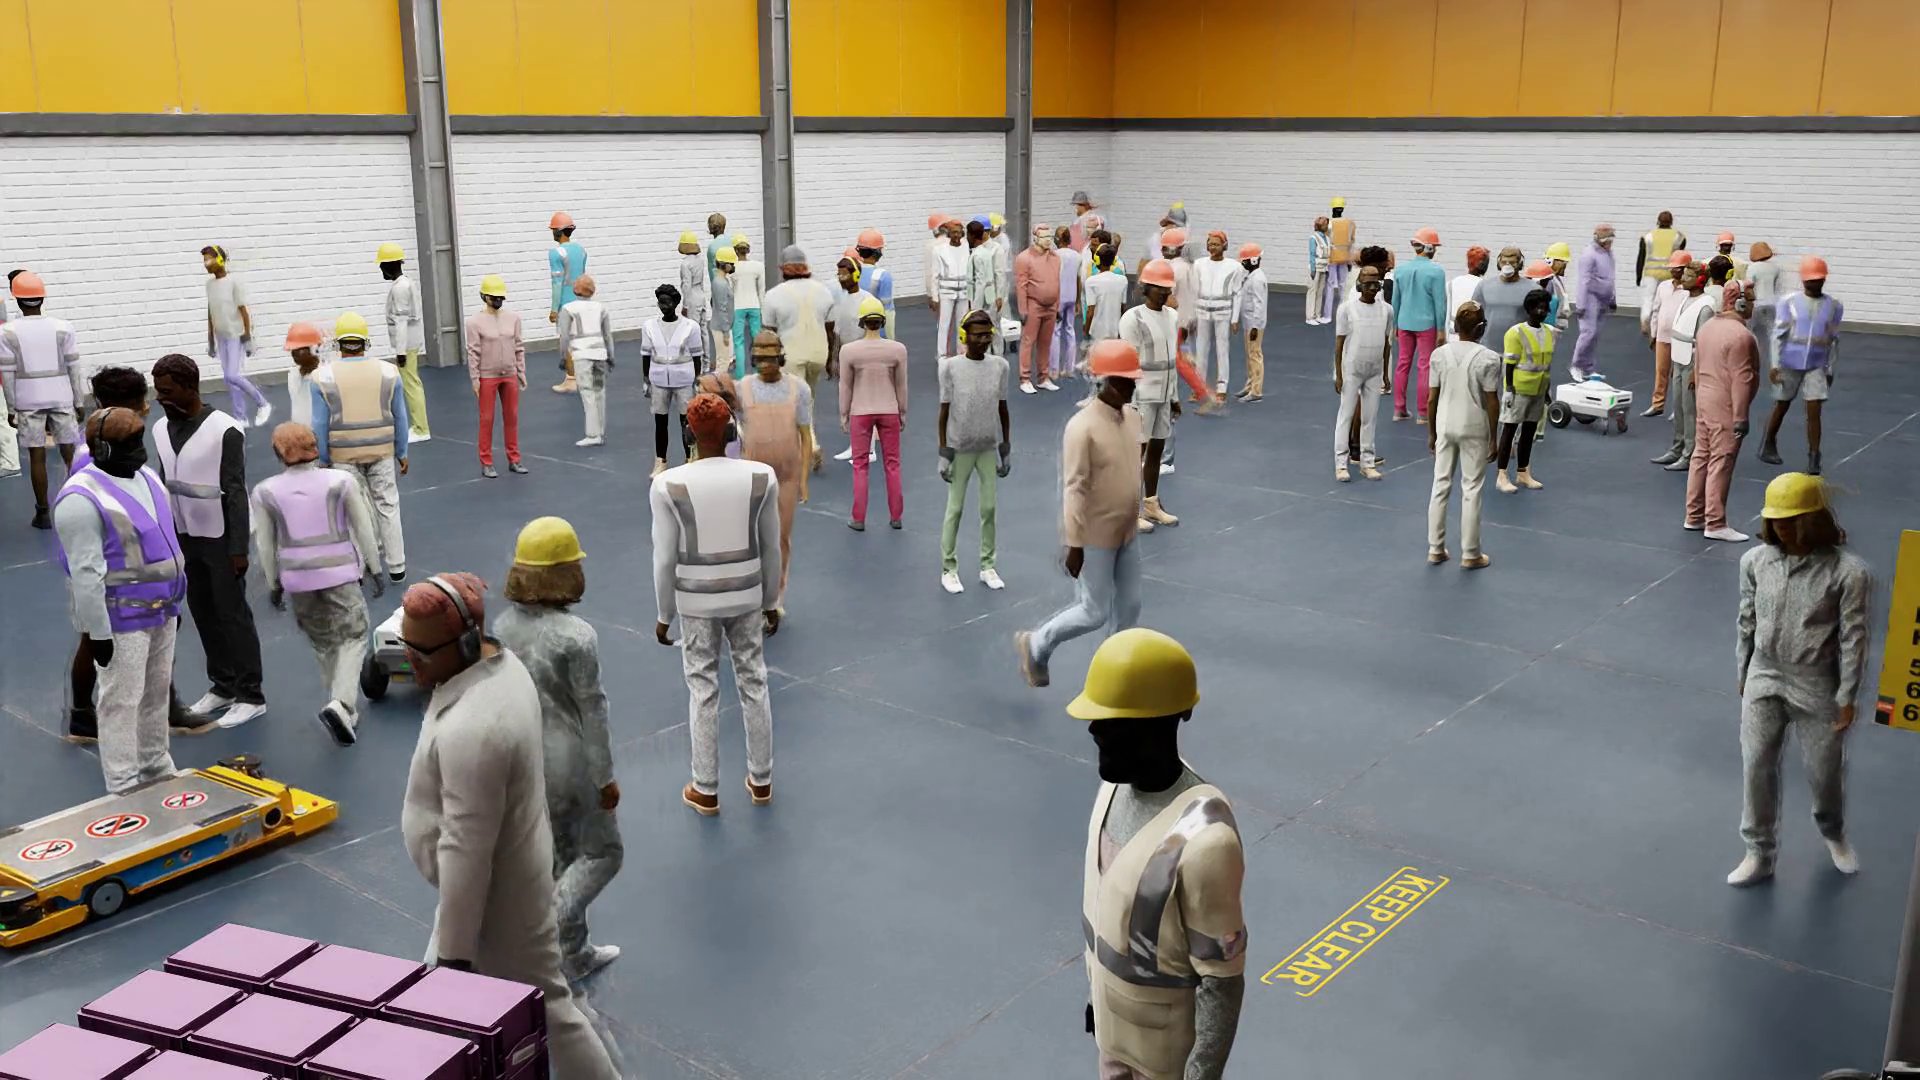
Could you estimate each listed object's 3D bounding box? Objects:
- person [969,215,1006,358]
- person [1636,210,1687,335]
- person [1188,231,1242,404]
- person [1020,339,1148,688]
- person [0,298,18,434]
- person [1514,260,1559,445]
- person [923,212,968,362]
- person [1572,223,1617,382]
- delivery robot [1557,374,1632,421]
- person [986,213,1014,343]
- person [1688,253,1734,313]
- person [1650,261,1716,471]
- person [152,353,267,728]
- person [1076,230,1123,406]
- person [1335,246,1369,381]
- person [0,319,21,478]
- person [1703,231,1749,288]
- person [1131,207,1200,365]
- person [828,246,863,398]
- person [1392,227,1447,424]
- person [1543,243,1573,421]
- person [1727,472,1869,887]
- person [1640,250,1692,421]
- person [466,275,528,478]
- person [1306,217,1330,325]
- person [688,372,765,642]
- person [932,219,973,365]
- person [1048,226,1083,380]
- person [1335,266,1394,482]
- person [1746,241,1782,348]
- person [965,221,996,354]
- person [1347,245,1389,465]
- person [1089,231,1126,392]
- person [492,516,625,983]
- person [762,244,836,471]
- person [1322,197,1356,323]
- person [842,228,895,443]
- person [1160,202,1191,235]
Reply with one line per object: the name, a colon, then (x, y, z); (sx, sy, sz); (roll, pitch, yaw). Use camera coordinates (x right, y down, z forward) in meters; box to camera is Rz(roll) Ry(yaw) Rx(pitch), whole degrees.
person: (0.300, -3.003, 20.387); (0.610, 1.940, 0.413); (13, 19, 42)
person: (10.045, -3.815, 23.881); (0.633, 1.813, 0.720); (6, 15, 23)
person: (2.782, -2.436, 18.222); (0.573, 1.886, 0.353); (6, 15, 23)
person: (0.698, -0.059, 8.544); (0.758, 1.975, 0.632); (11, 18, 38)
person: (-9.550, -1.818, 16.279); (0.519, 1.630, 0.314); (-6, 15, -22)
person: (5.469, -1.783, 15.879); (0.327, 1.753, 0.562); (11, 18, 38)
person: (-0.110, -3.135, 20.911); (0.695, 1.938, 0.953); (-5, 15, -18)
person: (7.569, -2.813, 19.748); (0.801, 1.887, 0.423); (-14, 19, -43)
delivery robot: (6.346, -1.415, 16.652); (0.477, 0.478, 0.707); (-9, 17, -31)
person: (0.526, -3.650, 23.225); (0.447, 1.806, 0.632); (-4, 15, -14)
person: (6.861, -1.669, 15.183); (0.517, 1.877, 0.328); (11, 18, 39)
person: (6.453, -1.534, 14.691); (0.390, 1.850, 0.564); (1, 14, 3)
person: (-3.834, -0.009, 8.487); (0.602, 1.907, 0.405); (7, 16, 26)
person: (1.526, -2.360, 17.851); (0.379, 1.918, 0.596); (-8, 16, -29)
person: (4.679, -2.667, 19.700); (0.429, 1.604, 0.499); (0, 14, 2)
person: (-8.427, -1.410, 14.424); (0.352, 1.738, 0.574); (-10, 17, -35)
person: (9.251, -2.878, 20.260); (0.573, 1.746, 0.345); (2, 14, 7)
person: (2.592, -3.215, 21.019); (0.839, 2.000, 0.607); (6, 15, 22)
person: (-1.128, -2.268, 17.823); (0.563, 1.749, 0.334); (4, 15, 14)
person: (4.701, -2.186, 17.015); (0.386, 1.989, 0.611); (-12, 19, -40)
person: (6.097, -2.156, 17.224); (0.404, 1.826, 0.587); (6, 15, 24)
person: (3.361, 0.548, 6.648); (0.630, 1.711, 0.507); (-13, 19, -42)
person: (7.376, -2.112, 17.194); (0.329, 1.751, 0.572); (-9, 17, -31)
person: (-3.998, -1.415, 14.406); (0.518, 1.756, 0.348); (-13, 19, -42)
person: (5.479, -4.112, 25.418); (0.308, 1.641, 0.511); (11, 18, 37)
person: (-1.390, -0.185, 9.779); (0.510, 1.632, 0.533); (-6, 15, -22)
person: (-0.064, -2.982, 20.408); (0.583, 1.882, 0.337); (-4, 15, -17)
person: (1.223, -2.829, 19.903); (0.516, 1.835, 0.356); (-9, 16, -31)
person: (3.451, -1.419, 14.242); (0.506, 1.846, 0.345); (-3, 14, -11)
person: (9.926, -2.863, 20.489); (0.523, 1.611, 0.570); (-3, 14, -14)
person: (0.235, -2.774, 19.515); (0.373, 1.913, 0.596); (1, 14, 5)
person: (3.646, -1.668, 14.988); (0.371, 1.966, 0.608); (-1, 14, -4)
person: (1.682, -2.542, 18.728); (0.345, 1.847, 0.506); (-3, 14, -11)
person: (-1.416, 0.777, 5.701); (0.489, 1.726, 0.545); (10, 17, 36)
person: (-1.409, -1.637, 14.717); (0.684, 2.000, 0.938); (-9, 17, -31)
person: (5.784, -4.309, 25.624); (0.587, 1.927, 0.369); (-4, 15, -16)
person: (-0.855, -1.967, 16.018); (0.611, 2.046, 0.385); (11, 18, 37)
person: (3.602, -4.806, 27.980); (0.544, 1.733, 0.500); (-2, 14, -6)
